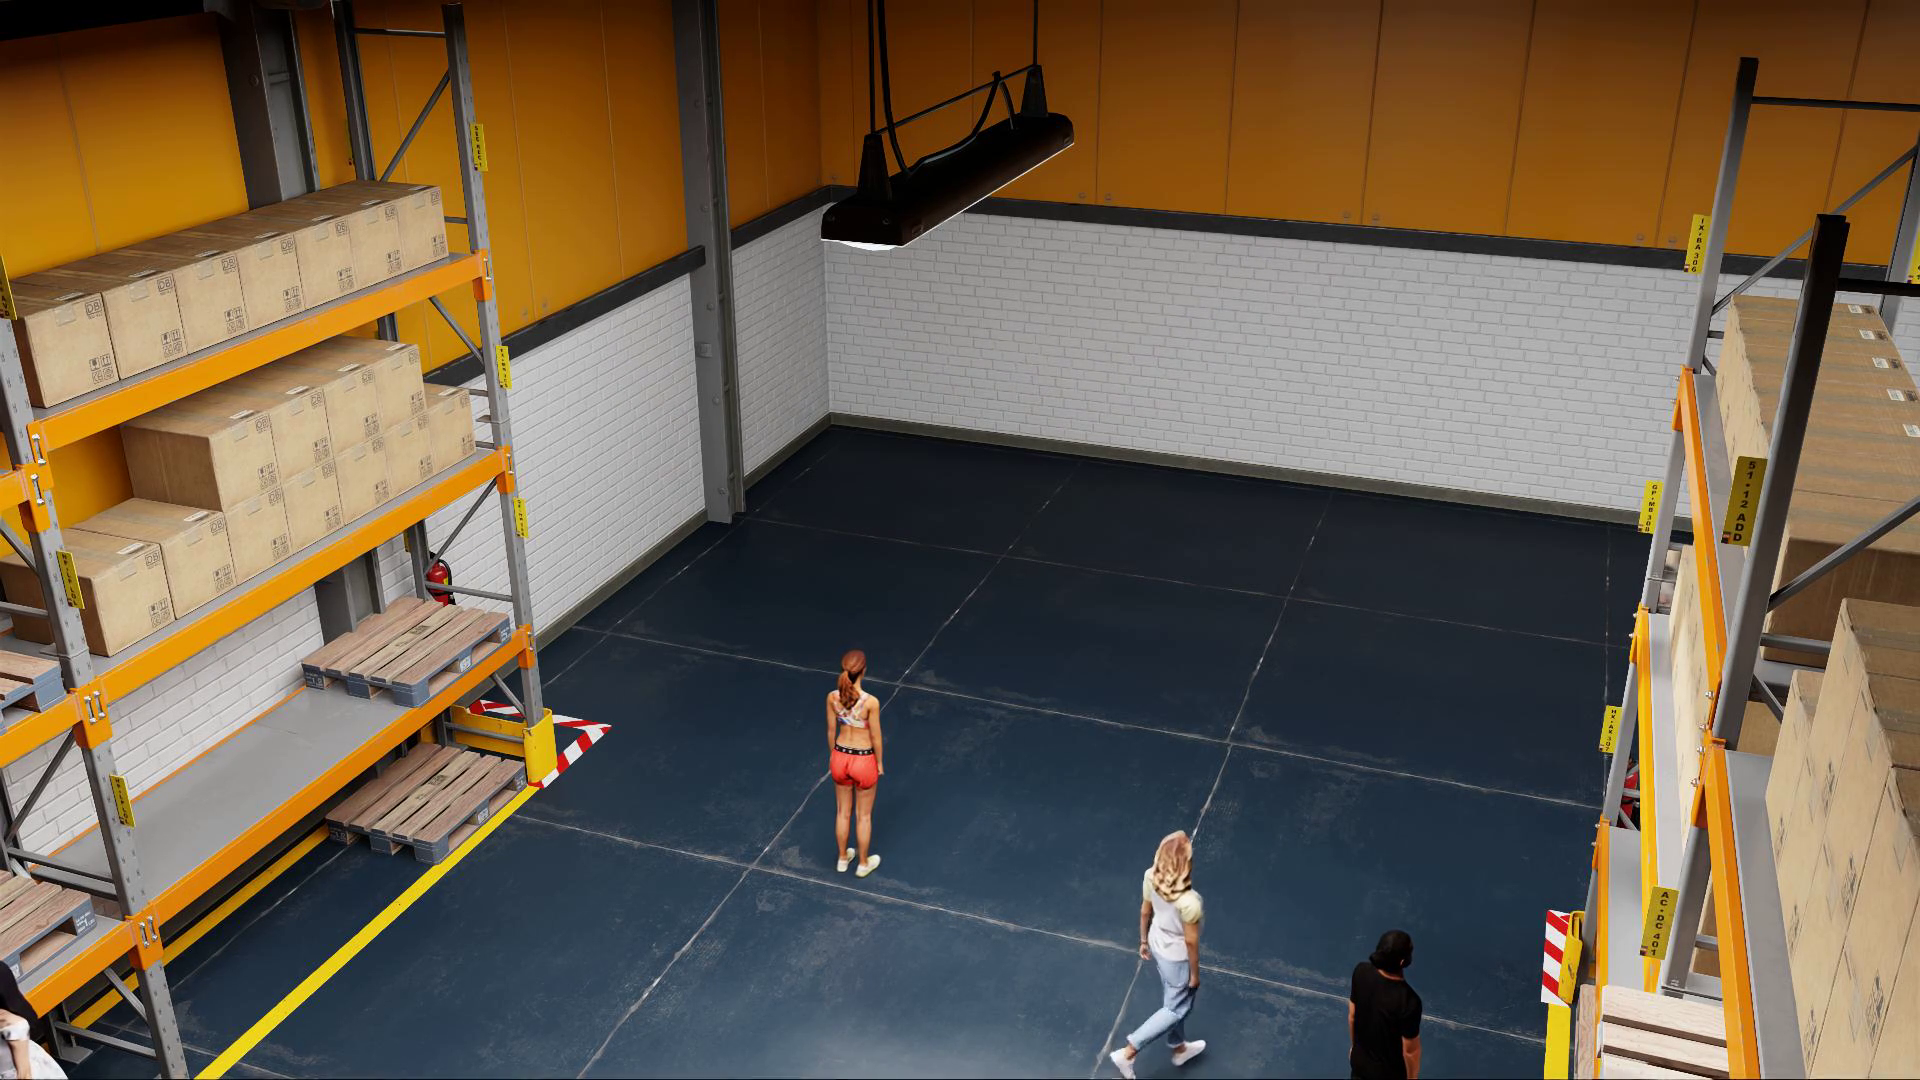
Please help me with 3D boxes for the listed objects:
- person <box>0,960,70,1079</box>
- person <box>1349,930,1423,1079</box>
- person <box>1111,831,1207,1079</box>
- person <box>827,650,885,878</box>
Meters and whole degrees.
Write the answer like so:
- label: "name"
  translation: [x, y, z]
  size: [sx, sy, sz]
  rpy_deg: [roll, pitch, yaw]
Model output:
- label: "person"
  translation: [-4.990, 2.973, 8.911]
  size: [0.801, 1.769, 0.776]
  rpy_deg: [-18, 30, -36]
- label: "person"
  translation: [2.313, 2.883, 9.130]
  size: [0.762, 1.758, 0.730]
  rpy_deg: [-15, 28, -31]
- label: "person"
  translation: [1.217, 2.538, 9.982]
  size: [1.090, 1.709, 0.983]
  rpy_deg: [-15, 28, -30]
- label: "person"
  translation: [-0.765, 1.622, 11.980]
  size: [0.563, 1.786, 0.541]
  rpy_deg: [8, 25, 17]
